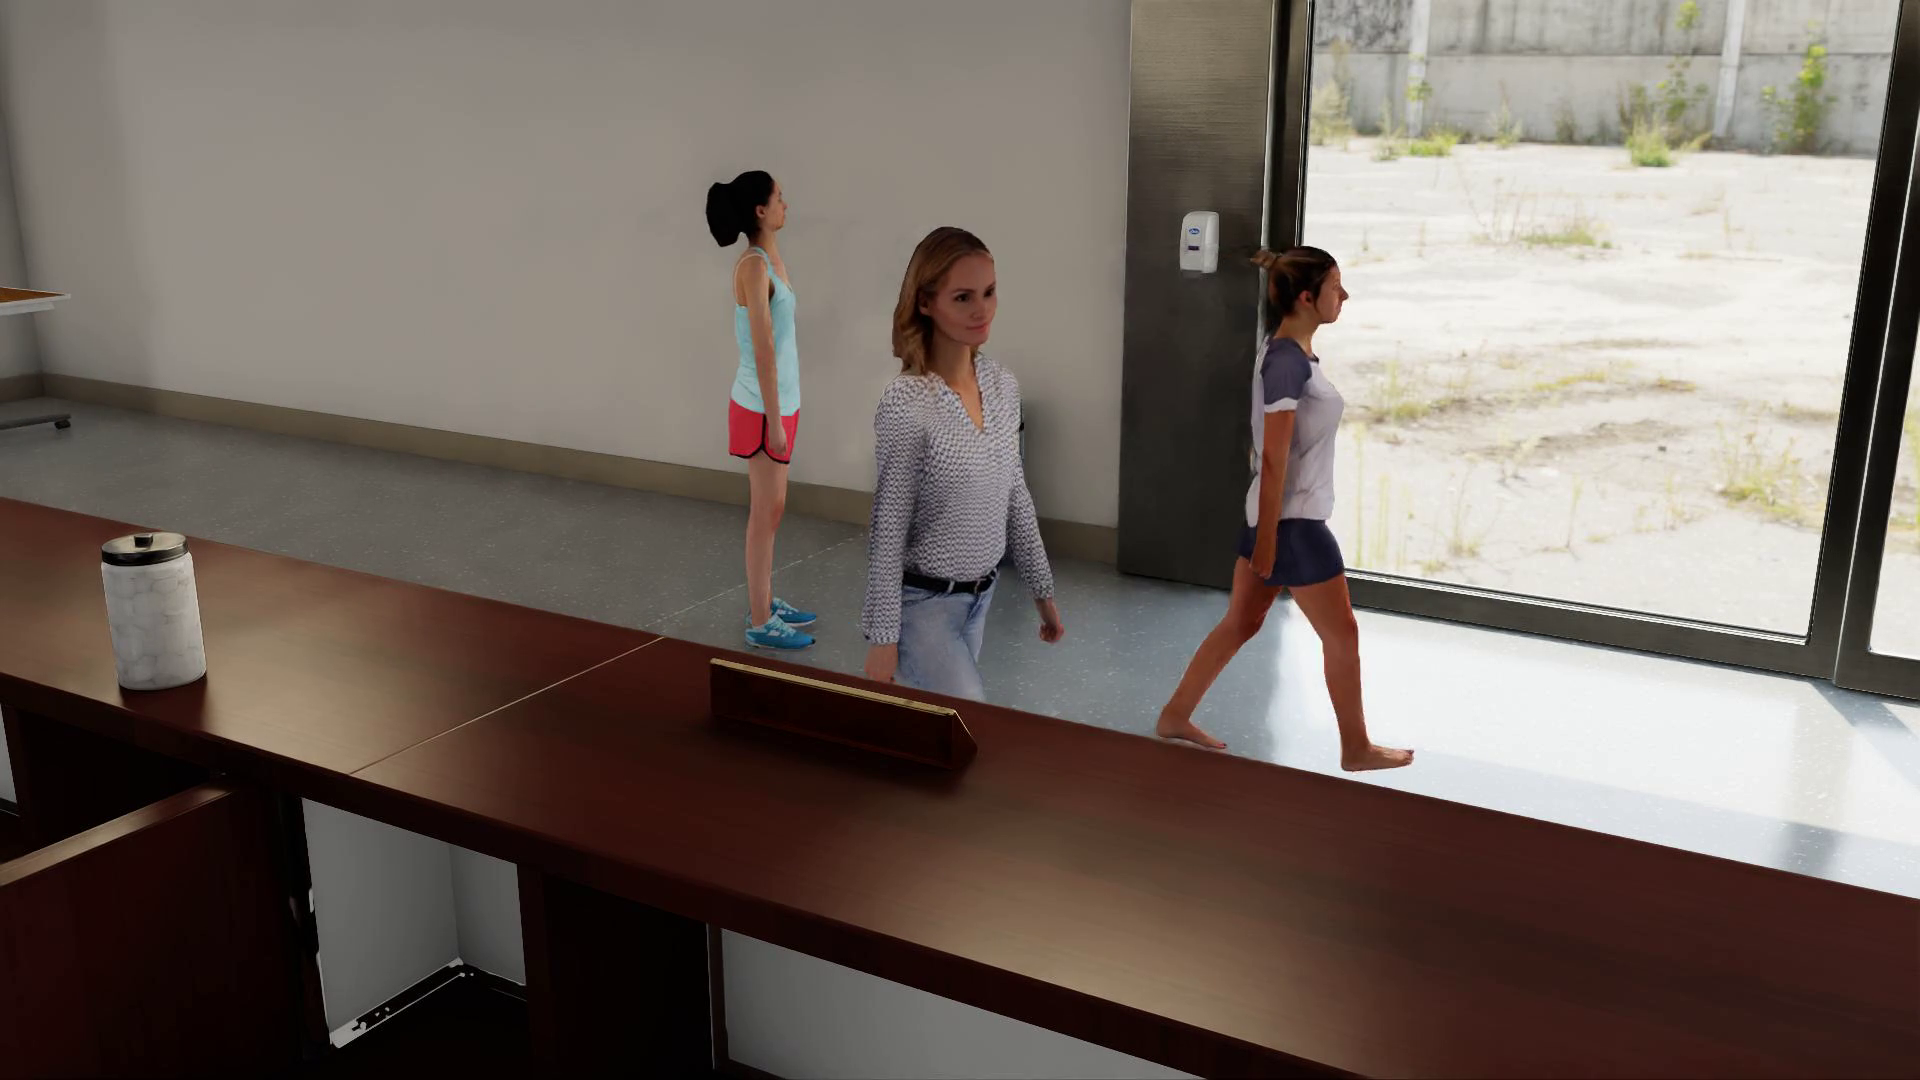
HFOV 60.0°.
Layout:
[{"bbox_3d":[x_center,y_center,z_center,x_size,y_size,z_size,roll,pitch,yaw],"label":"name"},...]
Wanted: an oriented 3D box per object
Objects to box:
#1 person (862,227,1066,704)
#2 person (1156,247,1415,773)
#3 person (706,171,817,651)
[{"bbox_3d":[-0.108,0.188,3.834,0.771,1.762,0.969,11,19,35],"label":"person"},{"bbox_3d":[0.901,-0.046,4.993,0.919,1.582,1.031,1,16,5],"label":"person"},{"bbox_3d":[-0.713,-0.478,6.192,0.763,1.764,0.678,-1,16,-2],"label":"person"}]
